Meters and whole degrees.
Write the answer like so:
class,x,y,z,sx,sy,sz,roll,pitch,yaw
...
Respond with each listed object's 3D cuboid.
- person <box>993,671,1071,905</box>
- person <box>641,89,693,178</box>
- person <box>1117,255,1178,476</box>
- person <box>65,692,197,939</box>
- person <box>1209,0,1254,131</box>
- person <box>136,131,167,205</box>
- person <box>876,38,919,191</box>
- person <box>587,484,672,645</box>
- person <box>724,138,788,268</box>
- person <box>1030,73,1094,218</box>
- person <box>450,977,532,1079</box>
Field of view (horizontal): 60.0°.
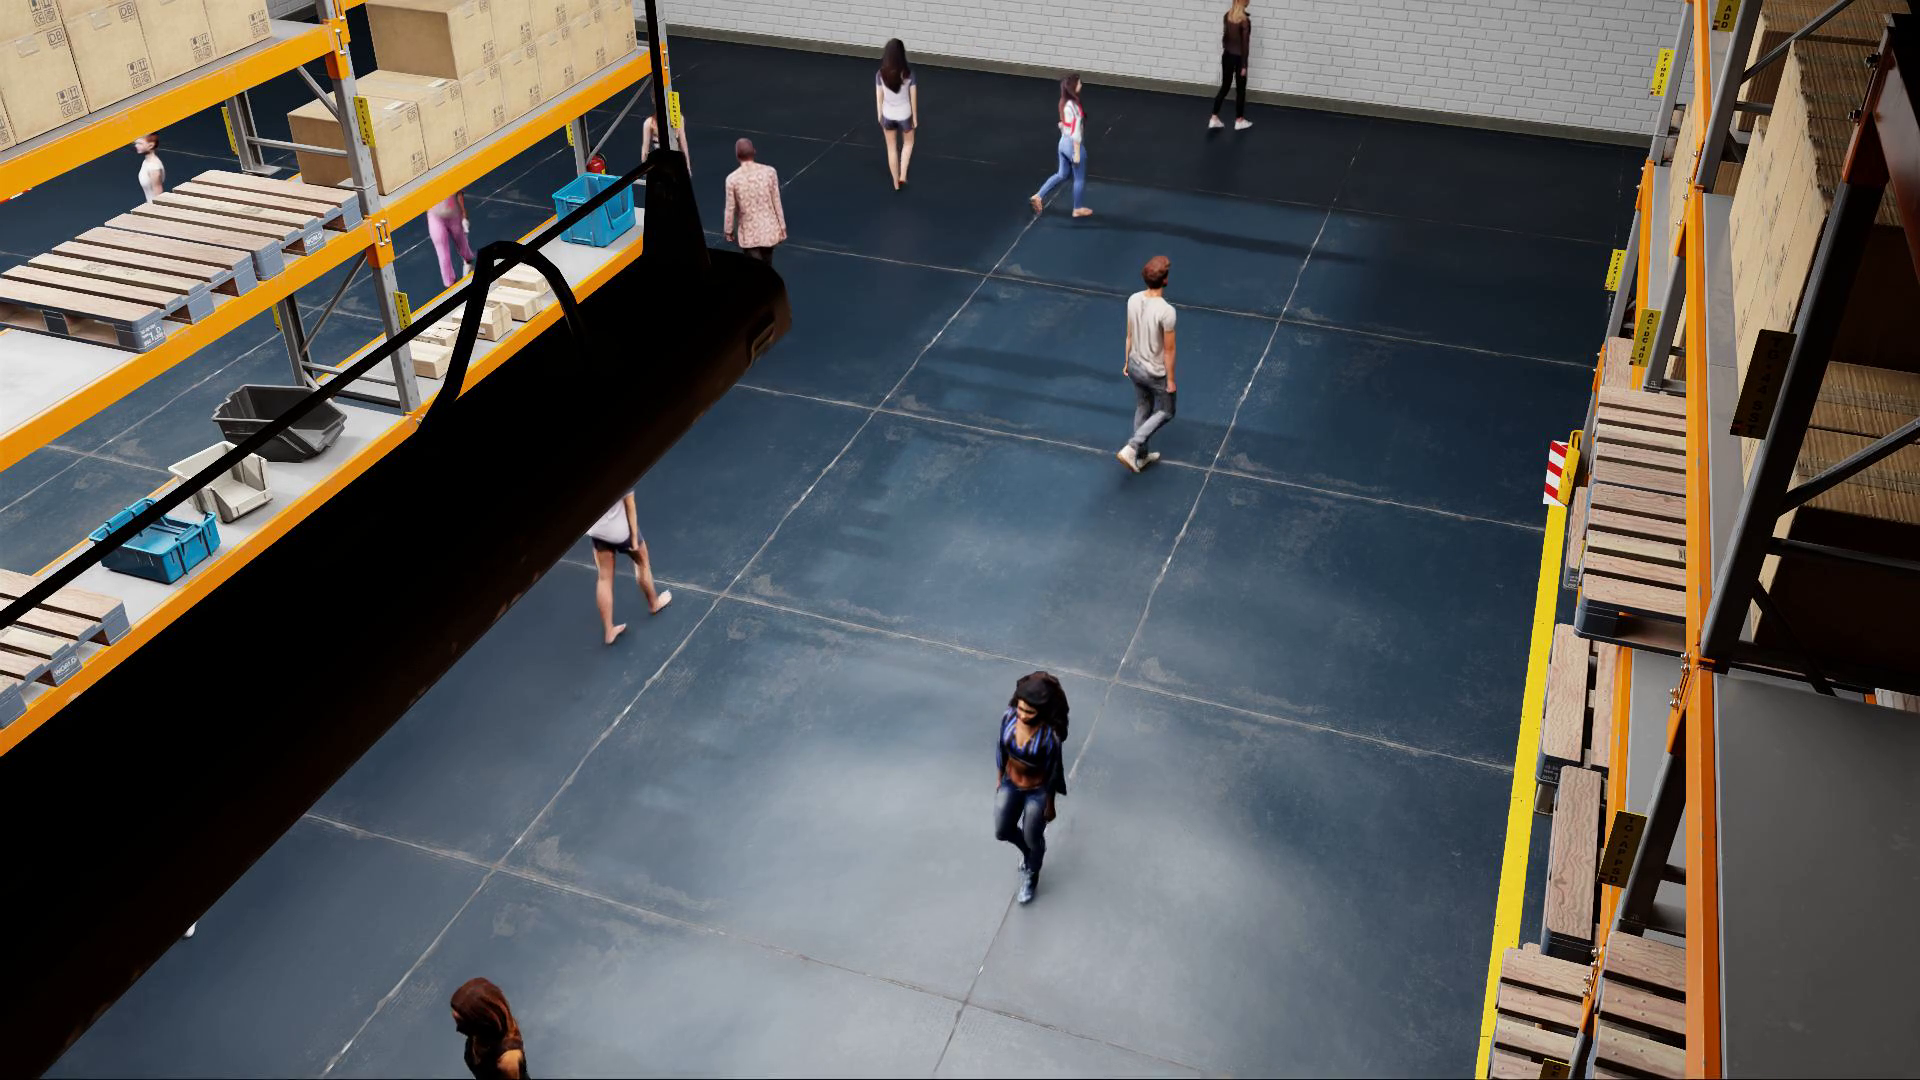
class,x,y,z,sx,sy,sz,roll,pitch,yaw
person,0.422,1.375,9.415,0.695,1.607,0.709,21,39,28
person,-2.948,-3.738,17.027,1.148,1.696,1.163,-17,37,-24
person,1.456,-1.330,13.237,0.991,1.881,0.896,-25,41,-32
person,-4.545,1.540,9.062,0.679,1.723,0.768,-19,38,-26
person,3.274,-5.793,20.116,0.939,1.699,0.863,-19,38,-26
person,-7.629,-3.105,15.996,0.684,1.783,0.638,-17,37,-24
person,-0.707,-4.678,18.439,0.689,1.698,0.705,2,34,3
person,-2.430,-0.020,11.426,0.614,1.705,0.861,11,35,16
person,-1.872,-2.828,15.600,1.213,1.760,1.234,-16,37,-22
person,1.117,-4.189,17.796,1.002,1.596,0.975,-11,35,-17
person,-1.881,2.567,7.469,1.244,1.776,0.941,-29,43,-36
